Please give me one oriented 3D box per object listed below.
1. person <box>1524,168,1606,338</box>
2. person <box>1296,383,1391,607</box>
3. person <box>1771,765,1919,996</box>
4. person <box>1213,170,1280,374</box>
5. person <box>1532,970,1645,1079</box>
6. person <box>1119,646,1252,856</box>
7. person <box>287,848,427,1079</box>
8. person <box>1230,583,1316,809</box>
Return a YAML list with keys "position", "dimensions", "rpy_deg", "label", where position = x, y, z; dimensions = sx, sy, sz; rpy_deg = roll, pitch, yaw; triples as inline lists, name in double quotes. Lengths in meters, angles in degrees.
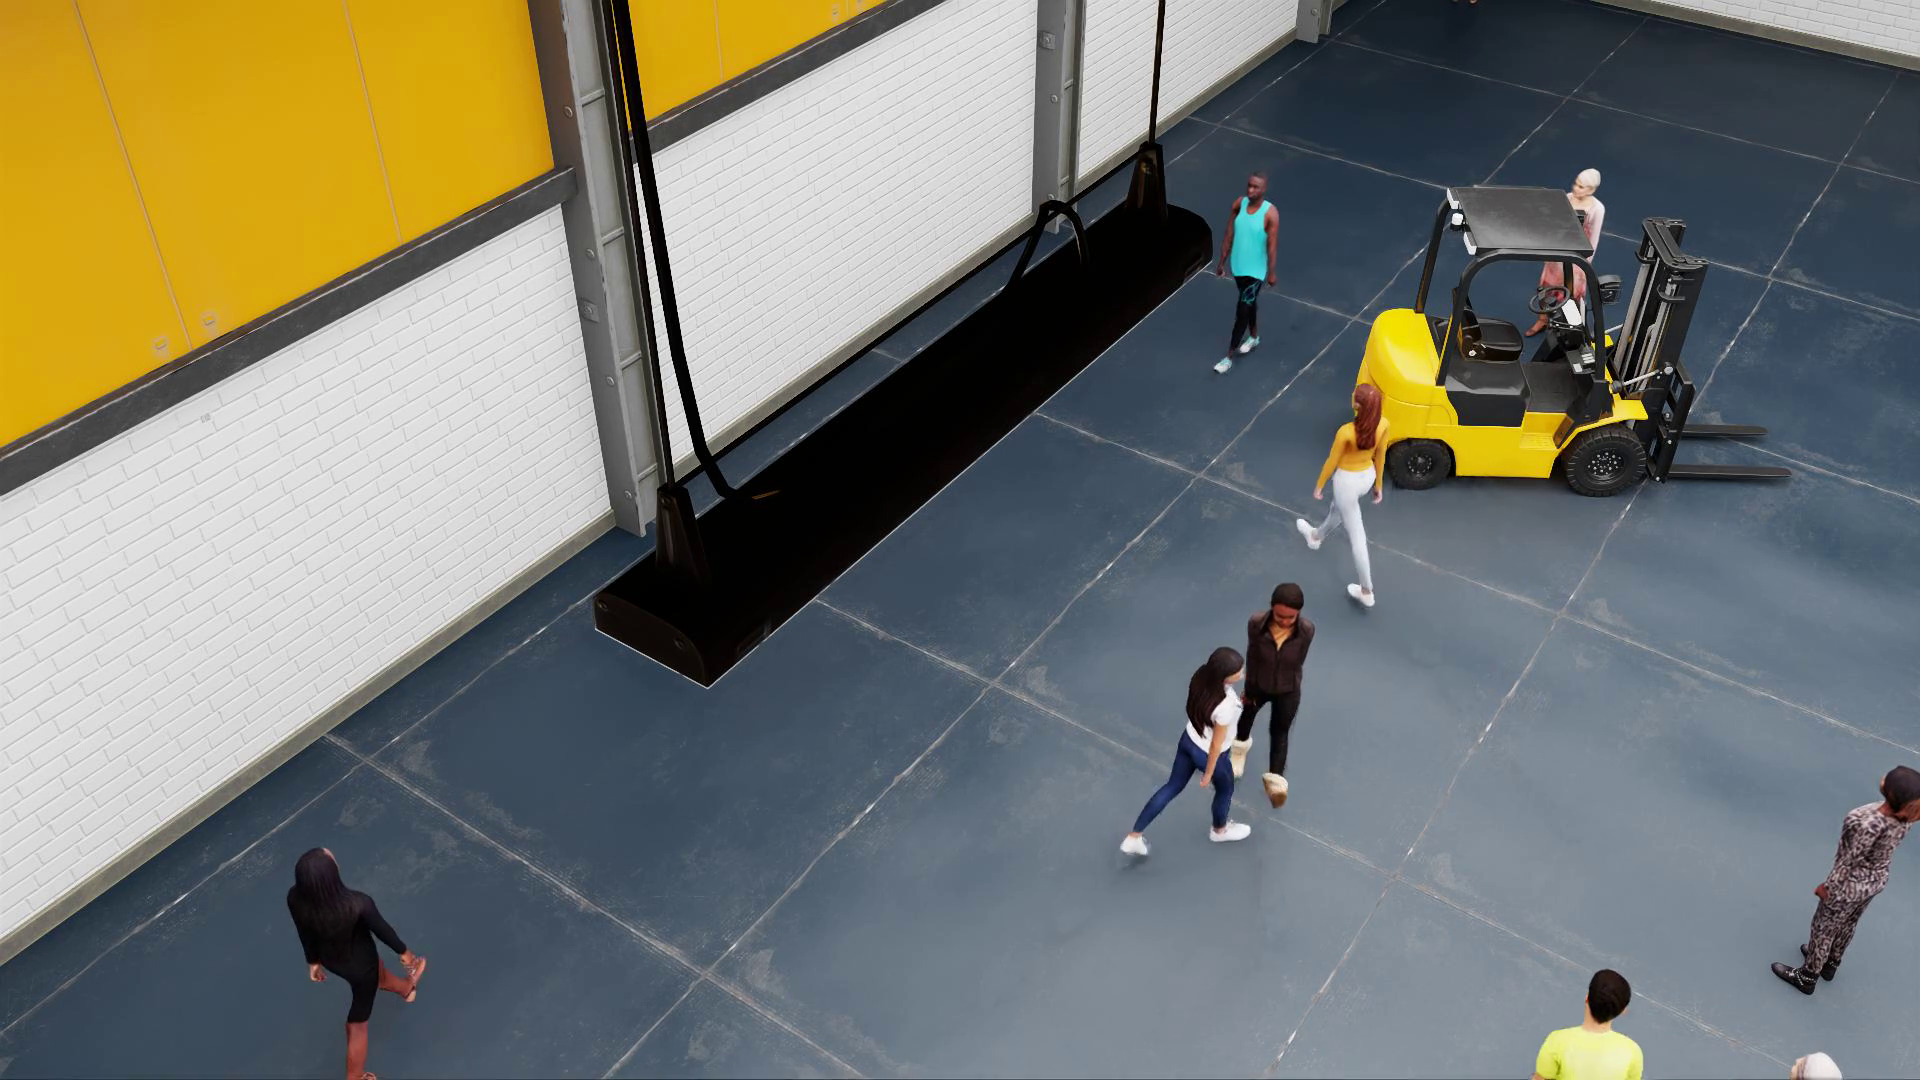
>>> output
- position: [5.378, -2.512, 14.677]
  dimensions: [0.636, 1.696, 0.642]
  rpy_deg: [-29, 47, -31]
  label: "person"
- position: [2.863, -0.299, 11.913]
  dimensions: [1.232, 1.688, 1.113]
  rpy_deg: [-15, 41, -18]
  label: "person"
- position: [4.938, 1.875, 9.171]
  dimensions: [0.633, 1.714, 0.727]
  rpy_deg: [-19, 42, -22]
  label: "person"
- position: [2.574, -2.388, 14.453]
  dimensions: [0.758, 1.784, 1.053]
  rpy_deg: [32, 48, 33]
  label: "person"
- position: [2.993, 2.831, 8.017]
  dimensions: [0.846, 1.660, 0.960]
  rpy_deg: [1, 39, 2]
  label: "person"
- position: [1.359, 1.286, 9.889]
  dimensions: [1.199, 1.737, 1.043]
  rpy_deg: [-15, 41, -18]
  label: "person"
- position: [-3.208, 2.295, 8.685]
  dimensions: [0.948, 1.664, 1.280]
  rpy_deg: [9, 39, 11]
  label: "person"
- position: [1.913, 1.013, 10.309]
  dimensions: [0.822, 1.640, 1.046]
  rpy_deg: [12, 40, 14]
  label: "person"
